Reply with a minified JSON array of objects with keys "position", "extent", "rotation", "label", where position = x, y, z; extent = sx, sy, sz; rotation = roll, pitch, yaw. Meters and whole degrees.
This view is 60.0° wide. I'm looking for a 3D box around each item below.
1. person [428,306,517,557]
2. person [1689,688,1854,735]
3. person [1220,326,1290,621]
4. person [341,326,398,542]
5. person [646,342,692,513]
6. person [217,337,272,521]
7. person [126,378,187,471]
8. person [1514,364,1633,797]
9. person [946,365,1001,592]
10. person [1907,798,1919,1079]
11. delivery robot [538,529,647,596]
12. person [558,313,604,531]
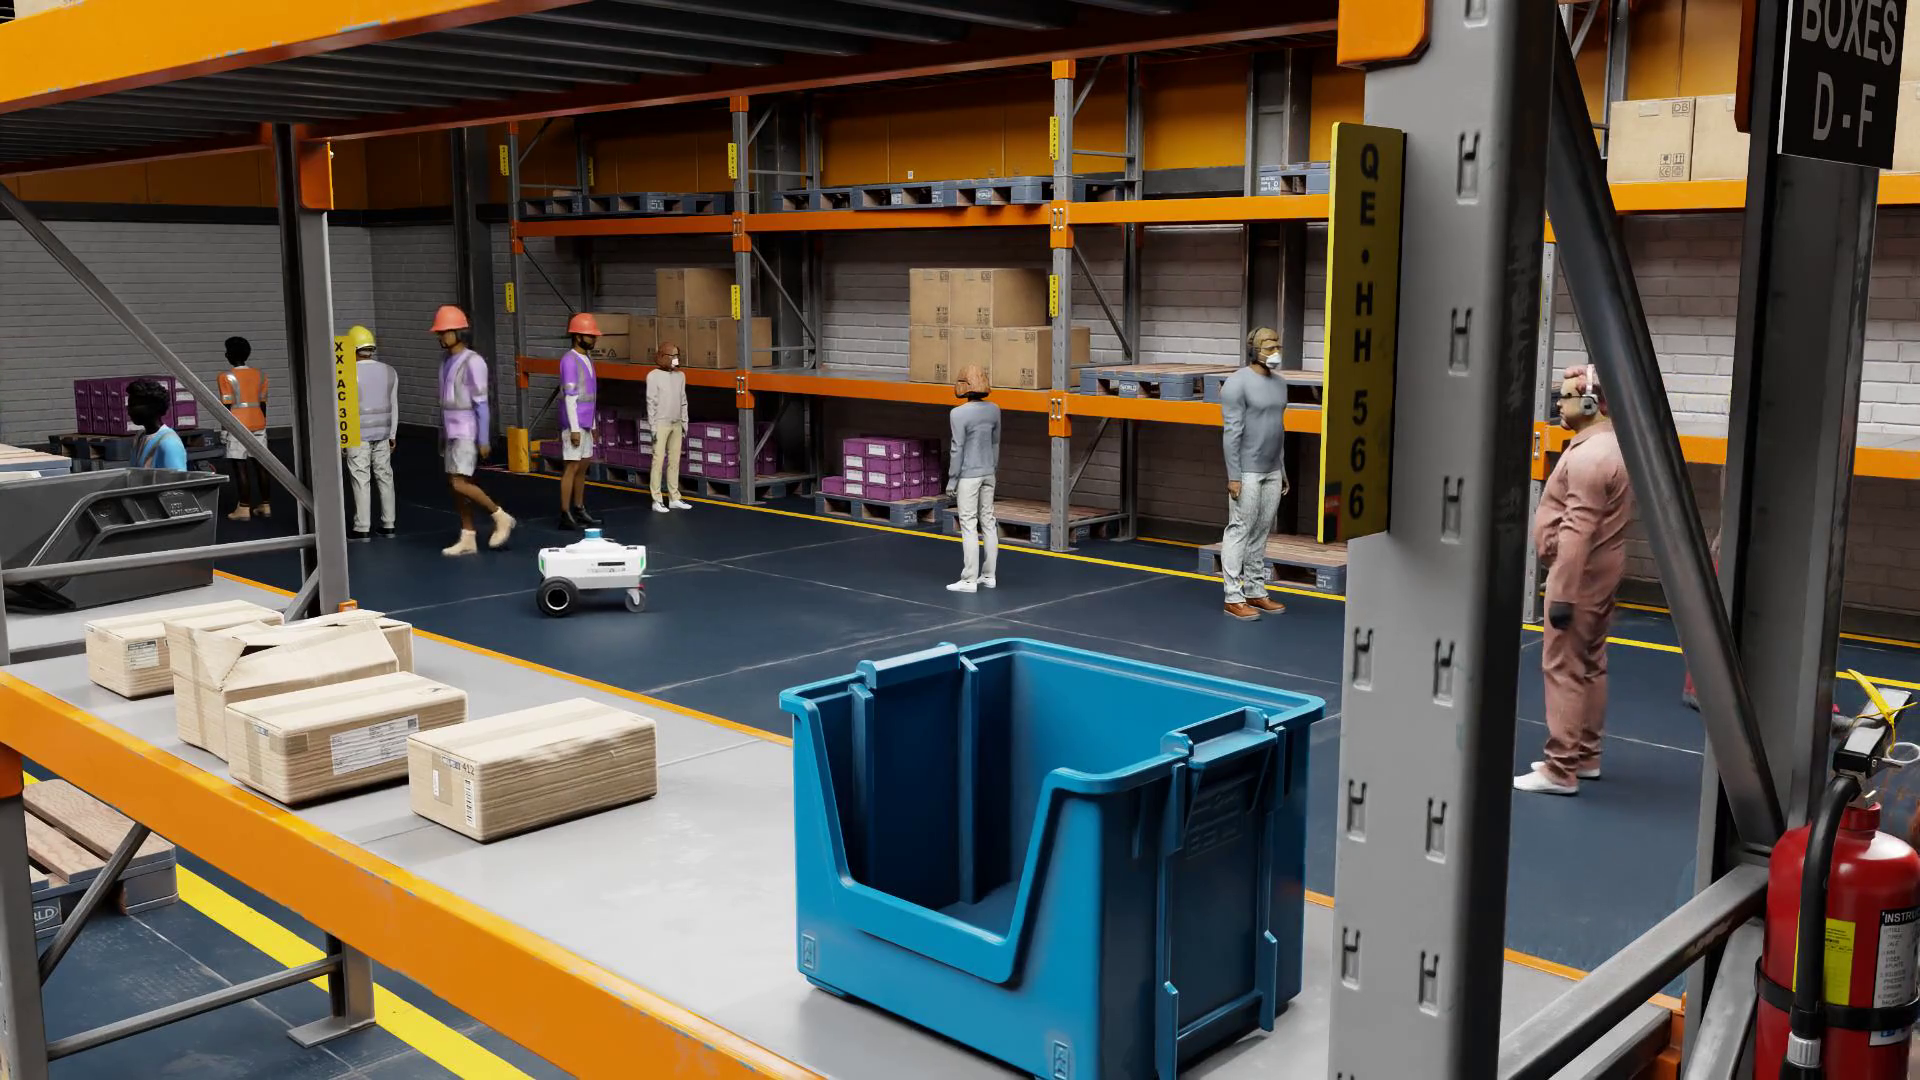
[{"position":[-3.981,-0.866,13.389],"extent":[0.542,2.025,0.612],"rotation":[-8,12,-42],"label":"person"},{"position":[4.092,0.112,8.315],"extent":[0.552,1.714,0.916],"rotation":[-5,10,-27],"label":"person"},{"position":[1.974,-0.446,11.059],"extent":[0.371,1.941,0.627],"rotation":[9,13,44],"label":"person"},{"position":[-5.062,-0.901,14.162],"extent":[0.403,1.837,0.590],"rotation":[7,11,36],"label":"person"},{"position":[-2.787,-1.079,15.904],"extent":[0.277,1.628,0.500],"rotation":[7,12,37],"label":"person"},{"position":[-6.618,-1.028,15.366],"extent":[0.316,1.695,0.542],"rotation":[4,10,24],"label":"person"},{"position":[-4.639,-0.099,9.713],"extent":[0.323,1.689,0.537],"rotation":[-8,12,-41],"label":"person"},{"position":[2.727,0.176,7.365],"extent":[0.418,1.906,0.649],"rotation":[6,11,32],"label":"person"},{"position":[0.095,-0.441,11.963],"extent":[0.280,1.633,0.502],"rotation":[8,12,41],"label":"person"},{"position":[1.554,1.102,2.619],"extent":[0.532,1.592,0.855],"rotation":[-3,10,-20],"label":"person"},{"position":[-2.477,0.166,11.249],"extent":[0.707,0.478,0.477],"rotation":[-2,9,-11],"label":"delivery robot"},{"position":[-3.349,-1.045,14.777],"extent":[0.411,1.927,0.548],"rotation":[1,9,9],"label":"person"}]
